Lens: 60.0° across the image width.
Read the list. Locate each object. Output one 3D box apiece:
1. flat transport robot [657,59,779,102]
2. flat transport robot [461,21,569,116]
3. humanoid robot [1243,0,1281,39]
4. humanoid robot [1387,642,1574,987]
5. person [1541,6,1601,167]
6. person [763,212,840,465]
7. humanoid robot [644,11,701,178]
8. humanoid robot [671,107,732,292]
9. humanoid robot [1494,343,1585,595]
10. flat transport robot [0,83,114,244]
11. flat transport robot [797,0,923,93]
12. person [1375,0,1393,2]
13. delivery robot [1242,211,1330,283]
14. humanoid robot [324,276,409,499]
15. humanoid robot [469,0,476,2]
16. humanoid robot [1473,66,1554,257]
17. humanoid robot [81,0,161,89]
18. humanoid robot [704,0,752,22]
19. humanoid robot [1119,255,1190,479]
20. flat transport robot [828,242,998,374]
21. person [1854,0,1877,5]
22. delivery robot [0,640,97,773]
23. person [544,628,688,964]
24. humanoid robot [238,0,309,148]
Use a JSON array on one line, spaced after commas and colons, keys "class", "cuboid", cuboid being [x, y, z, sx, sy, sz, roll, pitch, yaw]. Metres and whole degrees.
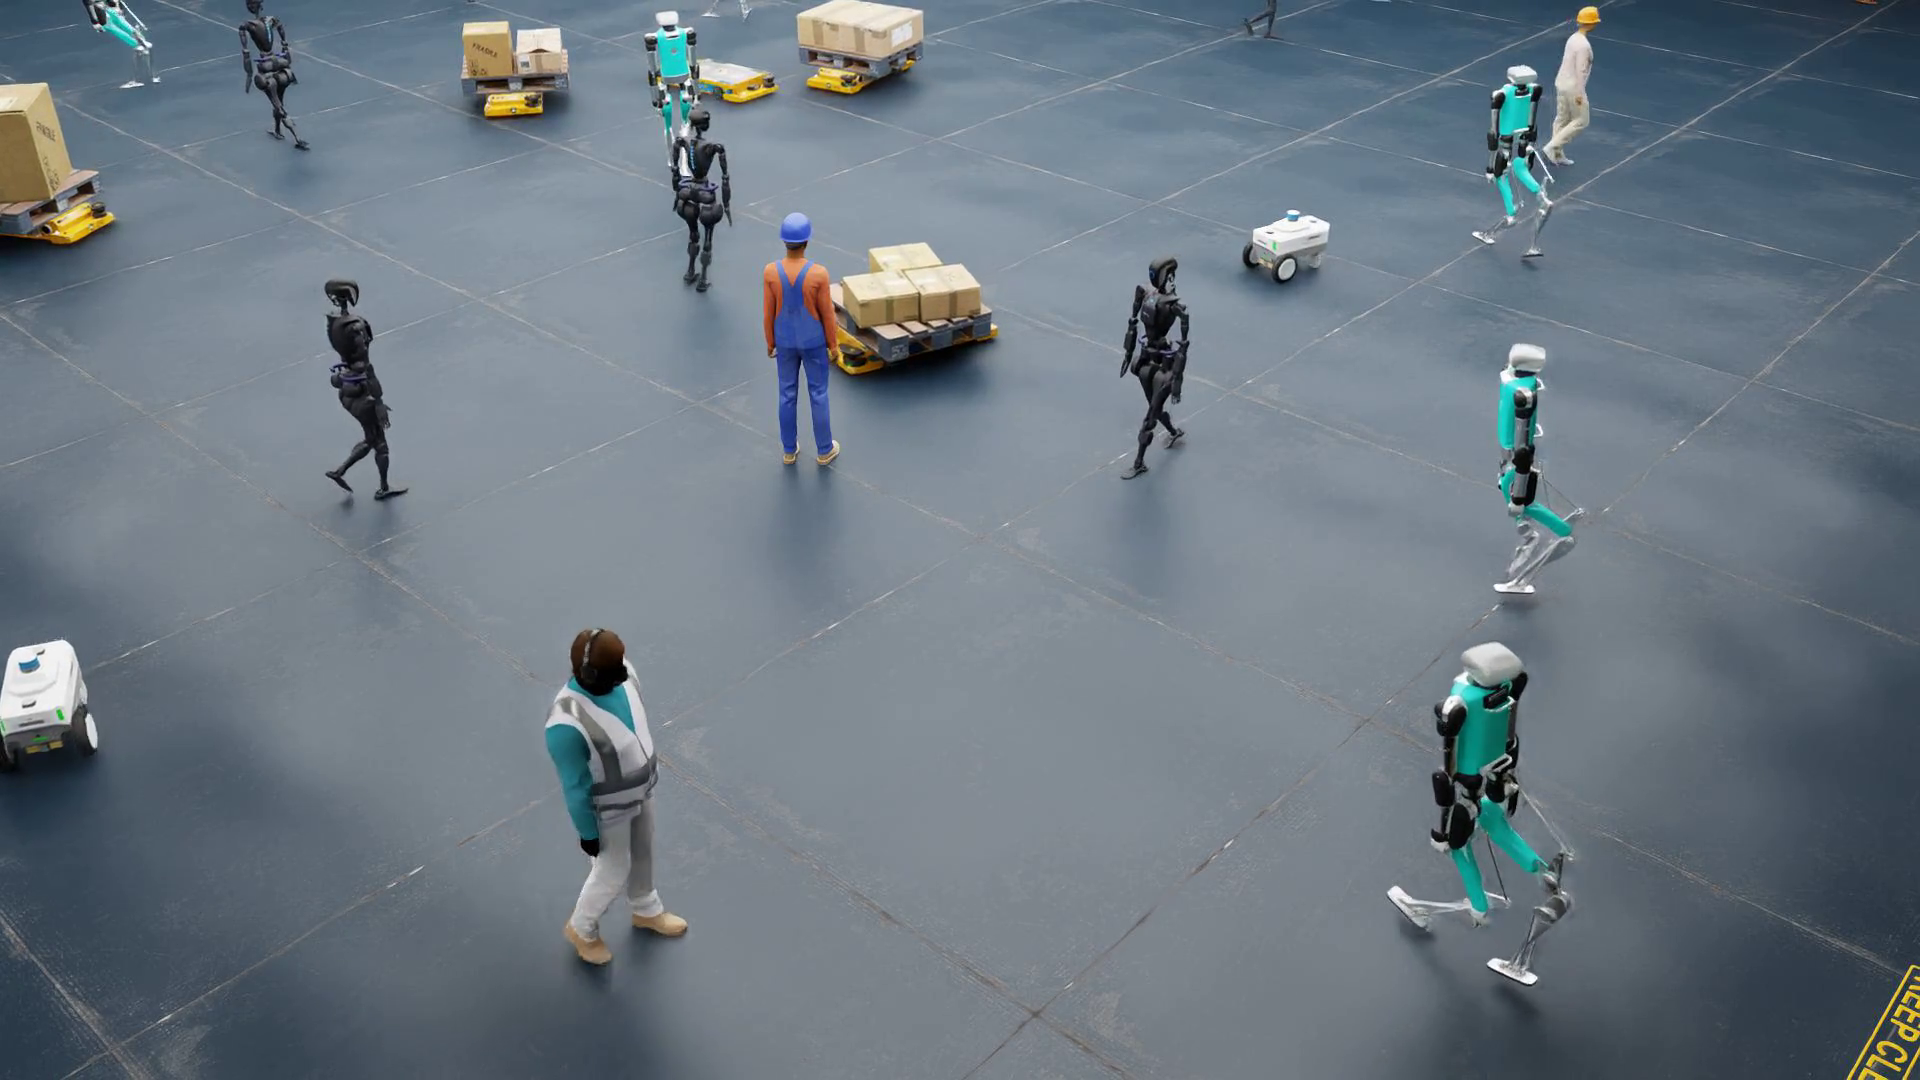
[{"class": "flat transport robot", "cuboid": [-2.945, -5.568, 20.121, 1.431, 0.231, 0.659, 21, 38, 30]}, {"class": "flat transport robot", "cuboid": [-5.247, -5.352, 19.772, 0.659, 0.231, 1.431, -6, 32, -10]}, {"class": "humanoid robot", "cuboid": [4.017, -7.386, 21.718, 0.497, 1.647, 0.600, 10, 33, 16]}, {"class": "humanoid robot", "cuboid": [2.508, 1.360, 7.619, 0.535, 1.768, 1.034, -21, 38, -30]}, {"class": "person", "cuboid": [6.430, -4.718, 17.397, 0.379, 1.684, 0.497, -1, 32, -1]}, {"class": "person", "cuboid": [-1.130, -1.418, 11.883, 0.530, 1.909, 0.356, 3, 32, 5]}, {"class": "humanoid robot", "cuboid": [-2.989, -4.557, 17.222, 0.544, 1.906, 0.731, -13, 34, -21]}, {"class": "humanoid robot", "cuboid": [-2.281, -3.019, 14.691, 0.592, 1.642, 0.391, 11, 33, 16]}, {"class": "humanoid robot", "cuboid": [3.626, -0.339, 10.358, 0.739, 1.839, 0.541, 3, 32, 5]}, {"class": "flat transport robot", "cuboid": [-9.100, -3.128, 16.191, 1.431, 0.231, 0.659, 7, 33, 11]}, {"class": "flat transport robot", "cuboid": [-1.225, -5.817, 20.521, 0.659, 0.231, 1.431, 17, 36, 26]}, {"class": "person", "cuboid": [5.732, -8.534, 23.486, 0.970, 1.753, 0.517, 25, 40, 34]}, {"class": "delivery robot", "cuboid": [3.009, -2.720, 15.262, 0.765, 0.594, 0.508, -18, 36, -26]}, {"class": "humanoid robot", "cuboid": [-4.192, -1.011, 11.448, 0.488, 1.639, 0.583, -23, 39, -32]}, {"class": "humanoid robot", "cuboid": [-7.144, -8.495, 23.518, 0.585, 1.641, 0.615, -15, 35, -23]}, {"class": "humanoid robot", "cuboid": [5.192, -3.388, 15.261, 0.547, 1.771, 1.024, -13, 34, -20]}, {"class": "humanoid robot", "cuboid": [-10.019, -6.254, 19.837, 0.800, 1.774, 0.626, 8, 33, 13]}, {"class": "humanoid robot", "cuboid": [-3.189, -7.934, 22.562, 0.999, 1.762, 0.550, 11, 33, 16]}, {"class": "humanoid robot", "cuboid": [1.443, -1.280, 11.930, 0.772, 1.636, 0.600, -24, 39, -34]}, {"class": "flat transport robot", "cuboid": [-0.452, -1.737, 13.951, 1.431, 0.231, 0.659, -19, 36, -27]}, {"class": "person", "cuboid": [12.707, -8.539, 23.377, 0.796, 1.876, 0.652, 23, 39, 32]}, {"class": "delivery robot", "cuboid": [-5.198, 0.921, 9.415, 0.499, 0.611, 0.814, -11, 33, -17]}, {"class": "person", "cuboid": [-1.627, 1.189, 7.760, 0.489, 1.843, 0.630, 10, 33, 16]}, {"class": "humanoid robot", "cuboid": [-7.488, -5.098, 18.087, 0.791, 1.627, 0.605, 20, 37, 29]}]
